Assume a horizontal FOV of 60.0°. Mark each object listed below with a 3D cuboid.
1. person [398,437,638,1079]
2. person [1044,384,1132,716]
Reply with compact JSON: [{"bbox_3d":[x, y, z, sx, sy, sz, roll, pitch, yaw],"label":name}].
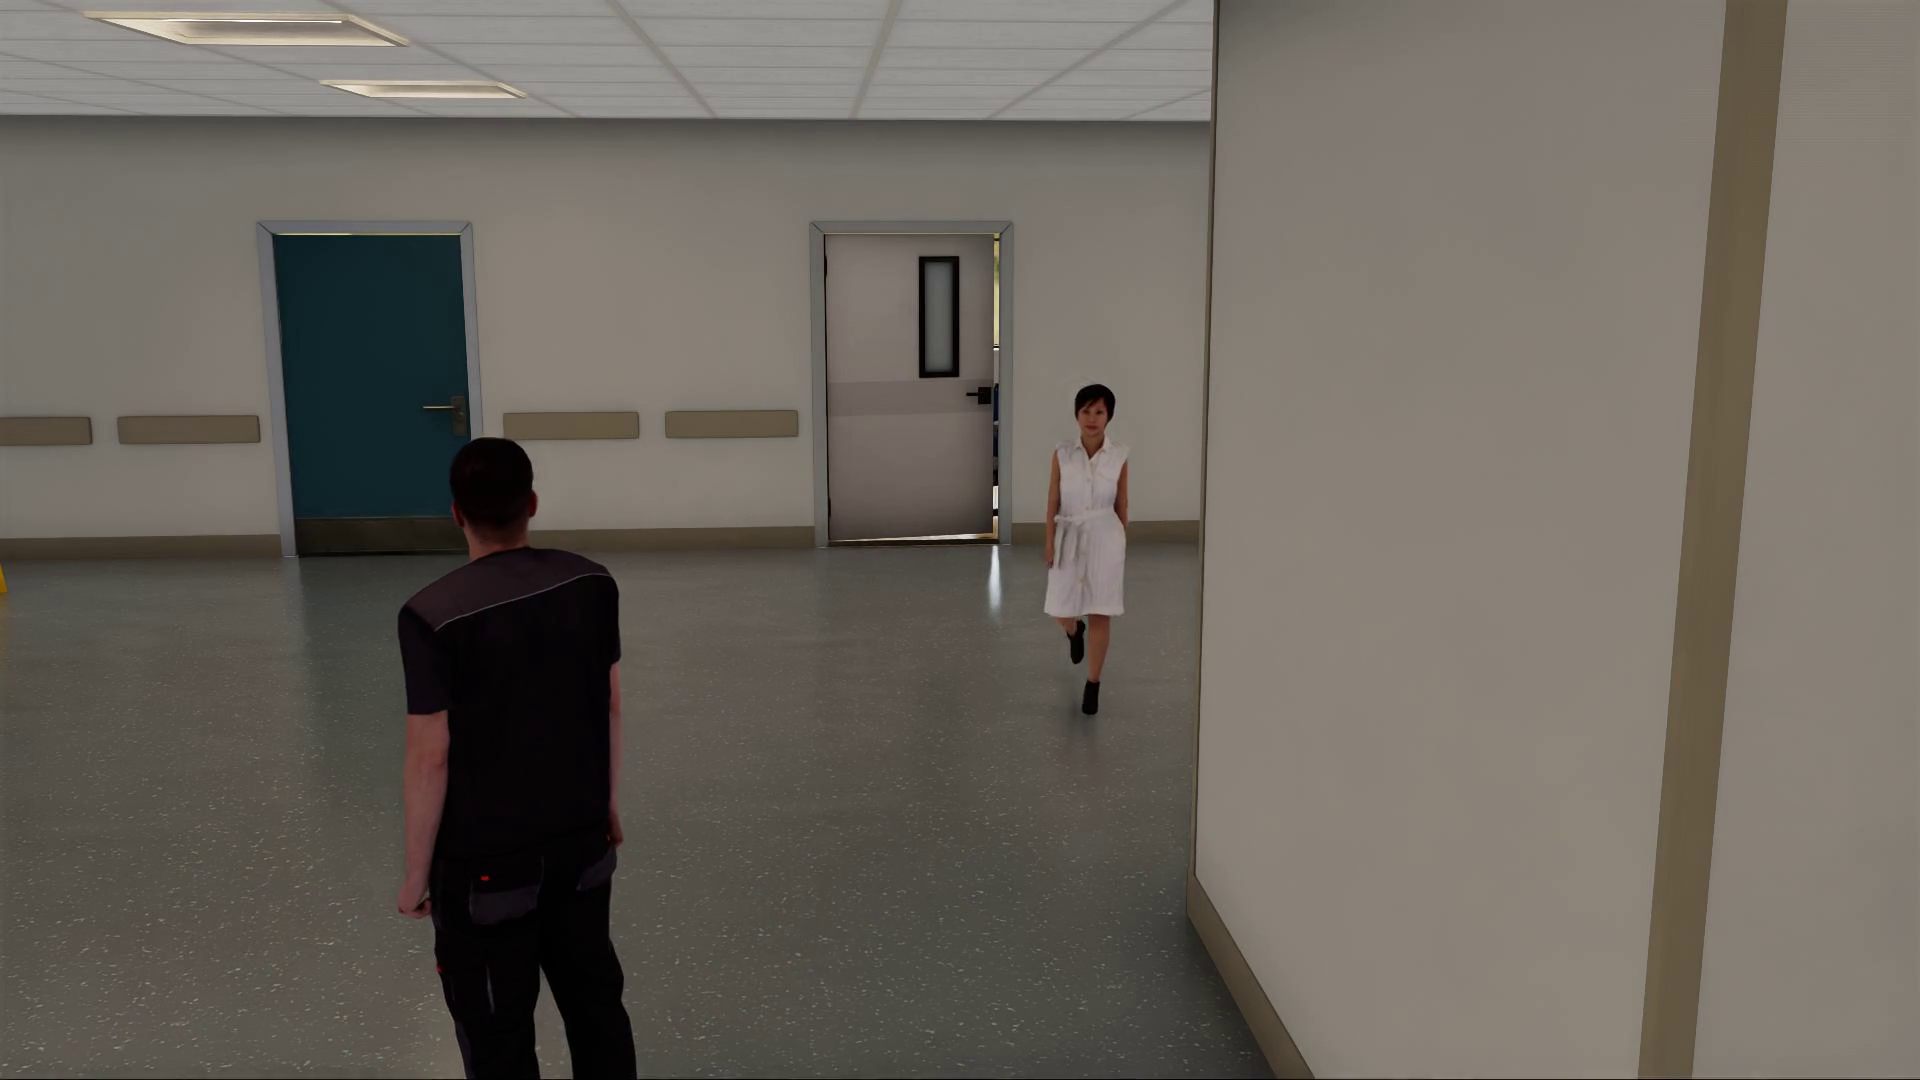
[{"bbox_3d":[-0.969,0.682,3.690,0.855,1.844,0.780,10,14,41],"label":"person"},{"bbox_3d":[0.601,0.029,7.950,0.854,1.538,0.723,1,11,6],"label":"person"}]
